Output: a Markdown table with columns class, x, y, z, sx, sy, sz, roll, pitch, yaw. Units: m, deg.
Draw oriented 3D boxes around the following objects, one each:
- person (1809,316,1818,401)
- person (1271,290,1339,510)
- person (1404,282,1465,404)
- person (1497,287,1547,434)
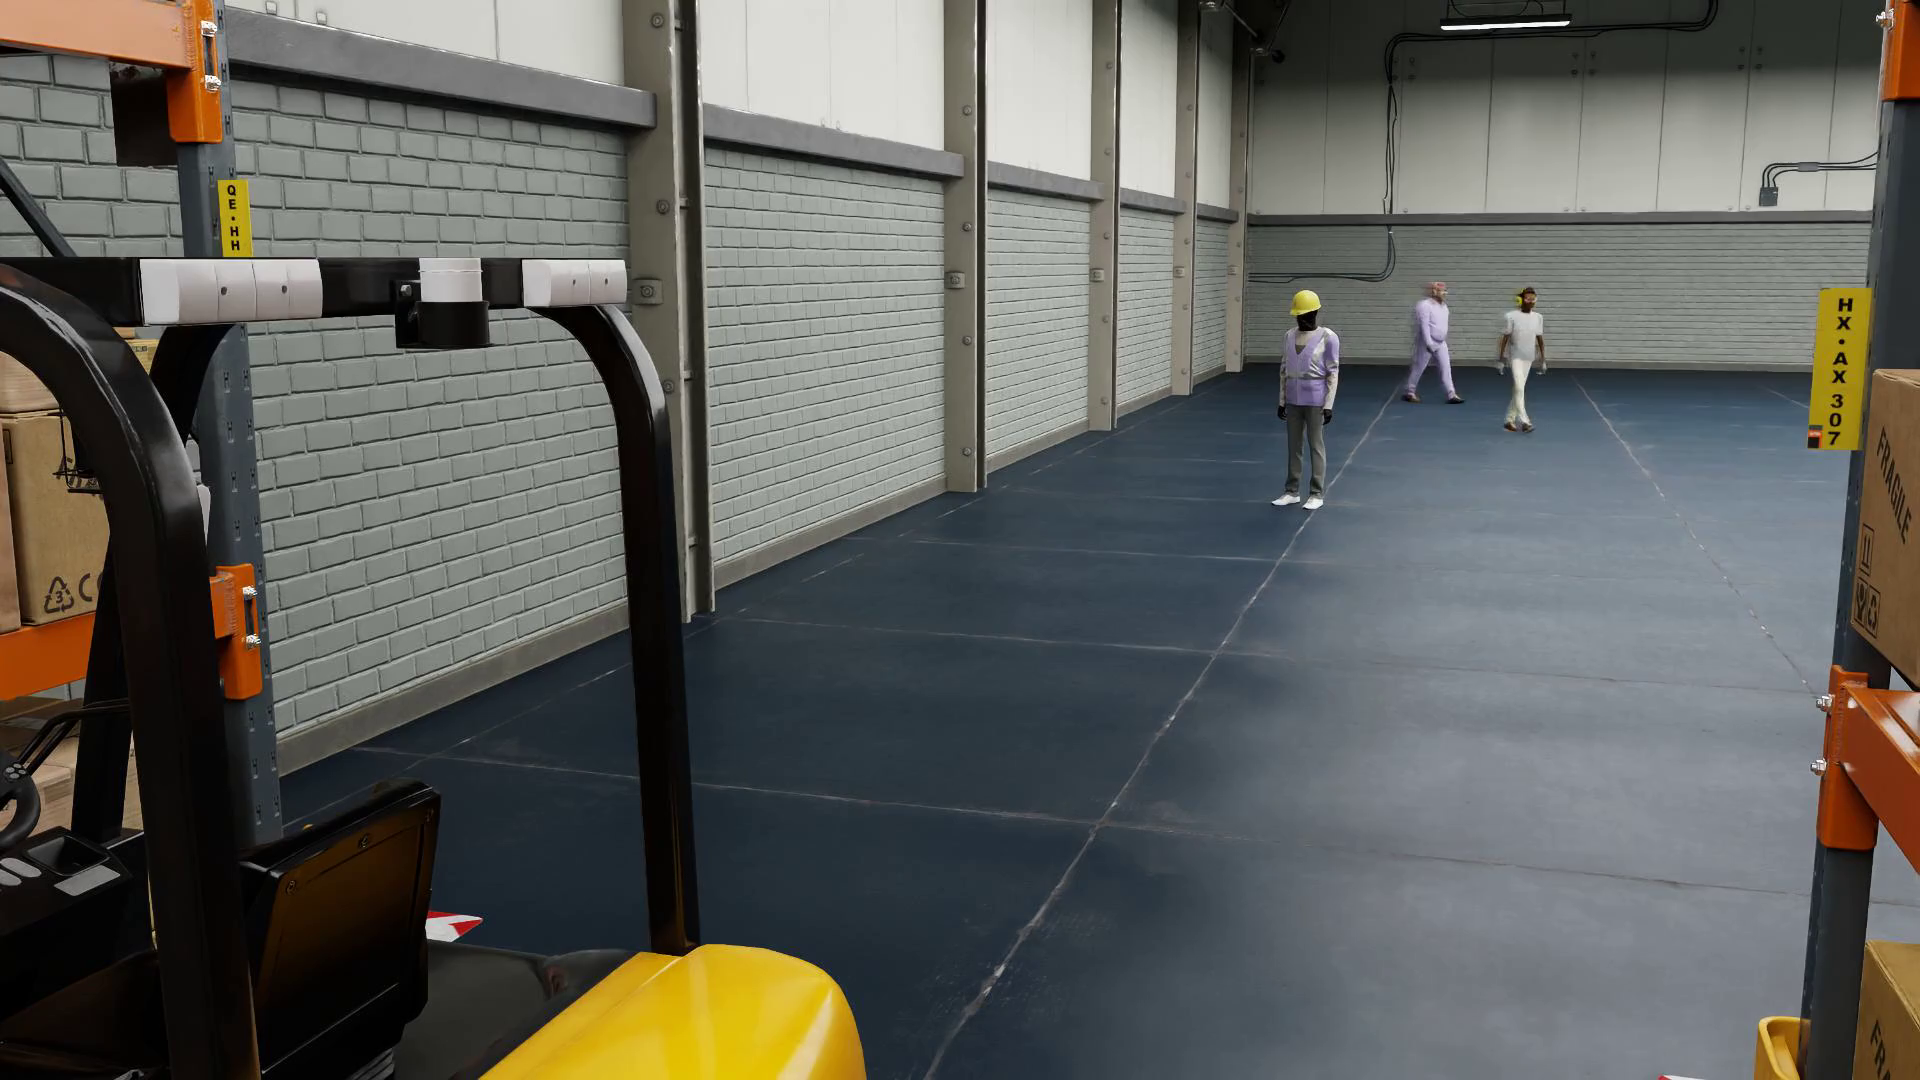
| class | x | y | z | sx | sy | sz | roll | pitch | yaw |
| --- | --- | --- | --- | --- | --- | --- | --- | --- | --- |
| person | 13.365 | -2.938 | 25.644 | 0.501 | 1.633 | 0.283 | -3 | 10 | -17 |
| person | 3.032 | -1.226 | 14.609 | 0.380 | 1.917 | 0.586 | -8 | 13 | -41 |
| person | 7.227 | -3.000 | 25.383 | 0.640 | 1.855 | 1.014 | -6 | 11 | -32 |
| person | 7.127 | -2.242 | 20.890 | 0.562 | 1.831 | 0.925 | -2 | 10 | -13 |
